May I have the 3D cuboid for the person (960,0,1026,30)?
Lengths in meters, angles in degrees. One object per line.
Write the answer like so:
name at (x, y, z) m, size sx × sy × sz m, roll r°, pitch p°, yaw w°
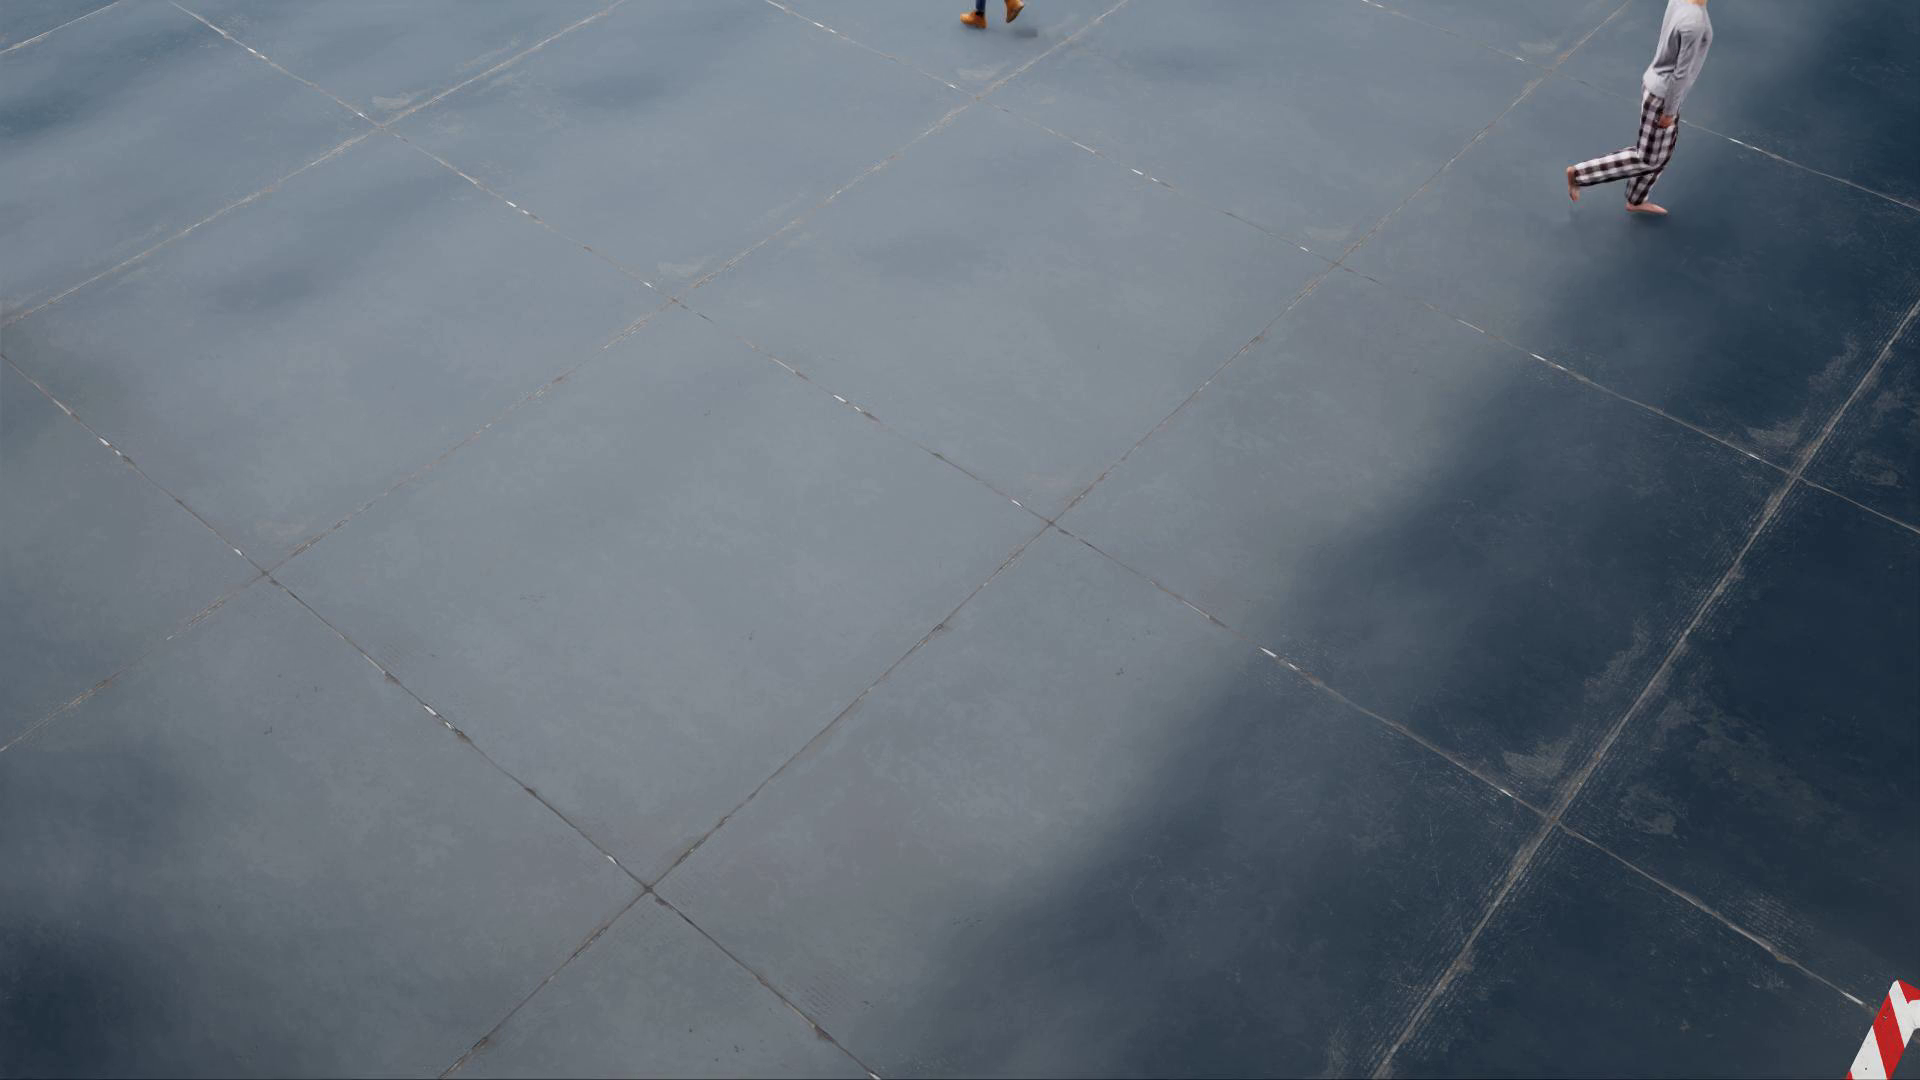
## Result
person at (0.241, -4.328, 12.222) m, size 0.777 × 1.240 × 0.616 m, roll 17°, pitch 50°, yaw 15°

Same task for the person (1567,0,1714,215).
person at (4.329, -2.817, 10.425) m, size 1.068 × 1.827 × 0.922 m, roll 7°, pitch 48°, yaw 6°
